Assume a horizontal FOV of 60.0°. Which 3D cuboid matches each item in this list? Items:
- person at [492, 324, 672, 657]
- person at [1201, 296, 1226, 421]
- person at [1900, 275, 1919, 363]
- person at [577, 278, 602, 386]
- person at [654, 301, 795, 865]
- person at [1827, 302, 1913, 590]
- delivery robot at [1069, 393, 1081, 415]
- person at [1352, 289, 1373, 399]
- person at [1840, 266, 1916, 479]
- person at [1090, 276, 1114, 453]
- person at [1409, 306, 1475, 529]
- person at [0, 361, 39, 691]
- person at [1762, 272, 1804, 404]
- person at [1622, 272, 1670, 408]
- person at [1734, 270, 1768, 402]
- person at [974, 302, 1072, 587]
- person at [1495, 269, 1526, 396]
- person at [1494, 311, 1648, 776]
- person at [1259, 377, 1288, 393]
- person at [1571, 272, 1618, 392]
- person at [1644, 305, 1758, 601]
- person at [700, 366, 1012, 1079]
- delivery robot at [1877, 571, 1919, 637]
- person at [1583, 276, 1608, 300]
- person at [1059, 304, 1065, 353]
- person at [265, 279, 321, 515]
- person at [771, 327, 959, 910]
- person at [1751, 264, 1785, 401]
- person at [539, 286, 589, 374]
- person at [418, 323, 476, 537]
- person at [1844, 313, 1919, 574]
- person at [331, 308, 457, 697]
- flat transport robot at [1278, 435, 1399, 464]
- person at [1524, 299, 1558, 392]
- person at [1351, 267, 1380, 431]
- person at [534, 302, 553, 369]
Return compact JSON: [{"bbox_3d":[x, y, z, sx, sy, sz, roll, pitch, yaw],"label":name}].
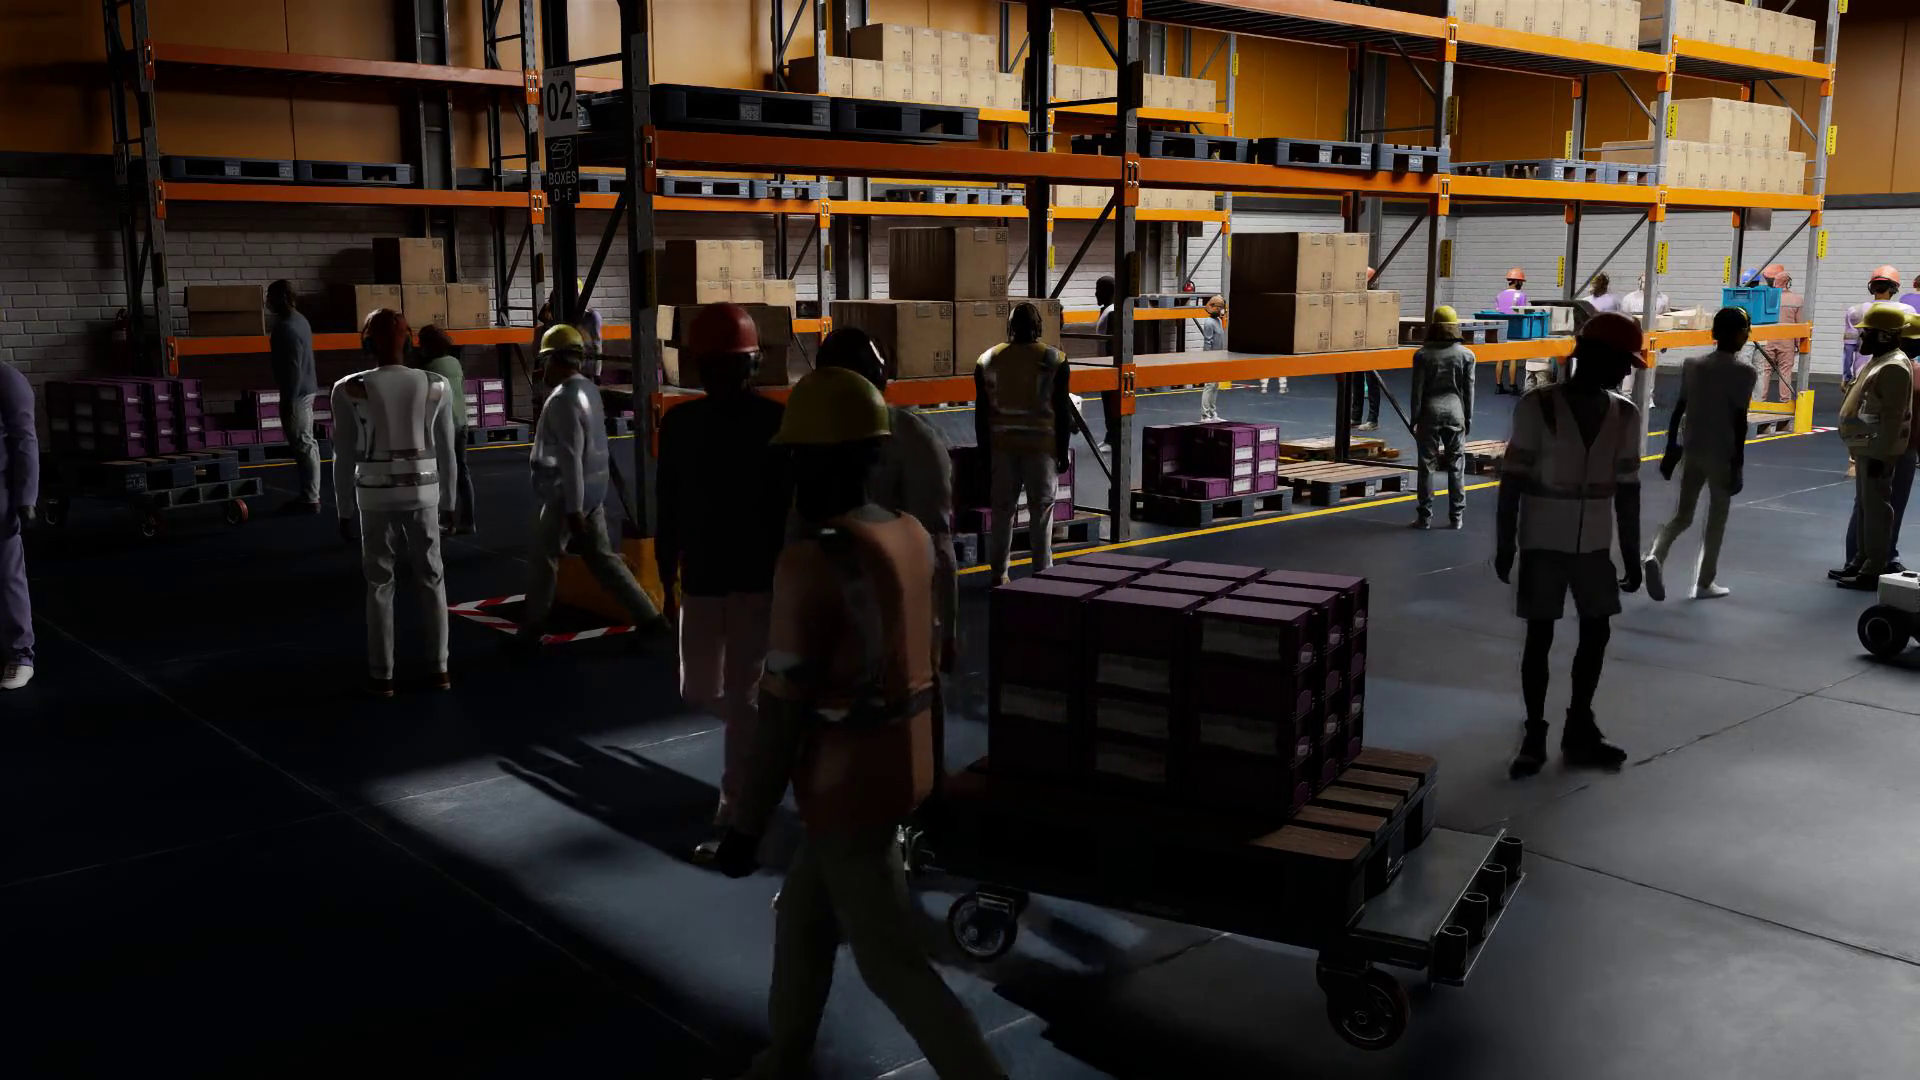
[{"bbox_3d":[-2.006,-0.259,8.839,0.917,1.777,0.597,0,10,1],"label":"person"},{"bbox_3d":[3.216,-2.273,21.068,0.290,1.623,0.507,5,11,25],"label":"person"},{"bbox_3d":[14.775,-3.173,25.672,0.565,1.850,0.390,9,13,44],"label":"person"},{"bbox_3d":[-3.986,-1.784,17.356,0.590,1.922,0.390,5,11,27],"label":"person"},{"bbox_3d":[-0.800,0.122,6.029,0.629,1.970,0.753,4,10,21],"label":"person"},{"bbox_3d":[5.838,-0.598,10.644,0.403,1.834,0.588,4,10,20],"label":"person"},{"bbox_3d":[1.239,-1.617,20.077,0.477,0.478,0.707,3,10,15],"label":"delivery robot"},{"bbox_3d":[5.999,-2.985,24.844,0.332,1.775,0.536,0,10,-1],"label":"person"},{"bbox_3d":[8.705,-1.576,15.793,0.605,2.034,0.391,6,11,32],"label":"person"},{"bbox_3d":[1.628,-1.904,18.063,0.386,1.912,0.592,0,10,-1],"label":"person"},{"bbox_3d":[3.752,-0.952,12.989,0.492,1.740,0.325,1,10,4],"label":"person"},{"bbox_3d":[-4.840,-0.200,8.102,0.650,1.906,0.401,0,10,-1],"label":"person"},{"bbox_3d":[11.219,-2.711,22.803,0.641,1.908,0.408,7,12,34],"label":"person"},{"bbox_3d":[9.578,-2.795,23.296,0.651,1.906,0.401,3,10,15],"label":"person"},{"bbox_3d":[10.619,-2.655,22.372,0.602,1.941,0.402,-4,10,-22],"label":"person"},{"bbox_3d":[0.404,-0.575,10.523,0.625,1.836,0.428,3,10,19],"label":"person"},{"bbox_3d":[8.439,-3.176,25.456,0.376,1.932,0.543,-6,11,-31],"label":"person"},{"bbox_3d":[2.512,0.017,6.867,0.638,1.897,0.384,-1,10,-4],"label":"person"},{"bbox_3d":[4.884,-3.284,25.899,0.612,1.996,0.388,3,10,15],"label":"person"},{"bbox_3d":[7.993,-2.445,21.208,0.803,1.914,0.655,-3,10,-15],"label":"person"},{"bbox_3d":[4.481,-0.507,10.124,0.789,1.835,0.557,-6,12,-33],"label":"person"},{"bbox_3d":[-0.195,0.546,3.803,0.967,1.885,0.586,3,10,19],"label":"person"},{"bbox_3d":[5.192,0.330,8.680,0.477,0.478,0.707,-5,11,-25],"label":"delivery robot"},{"bbox_3d":[8.943,-2.788,23.363,0.513,1.872,0.328,-3,10,-17],"label":"person"},{"bbox_3d":[0.844,-1.382,15.638,0.317,1.695,0.540,-2,10,-11],"label":"person"},{"bbox_3d":[-5.488,-1.174,13.711,0.369,1.938,0.630,-2,10,-13],"label":"person"},{"bbox_3d":[-0.365,0.263,5.417,0.668,1.887,0.890,9,13,43],"label":"person"},{"bbox_3d":[11.198,-2.841,23.222,0.617,2.025,0.590,-6,12,-33],"label":"person"},{"bbox_3d":[-2.895,-0.919,12.254,0.371,1.928,0.543,-3,10,-20],"label":"person"},{"bbox_3d":[-3.905,-0.829,12.635,0.343,1.620,0.538,2,10,12],"label":"person"},{"bbox_3d":[6.129,-0.601,10.899,0.522,1.758,0.350,-2,10,-13],"label":"person"},{"bbox_3d":[-2.721,-0.176,8.051,0.577,1.879,0.350,-6,11,-30],"label":"person"},{"bbox_3d":[3.819,-0.915,17.071,1.431,0.197,0.652,-8,13,-41],"label":"flat transport robot"},{"bbox_3d":[6.641,-1.922,18.992,0.312,1.633,0.513,-4,10,-21],"label":"person"},{"bbox_3d":[4.941,-2.333,20.338,0.393,1.991,0.626,-5,11,-29],"label":"person"},{"bbox_3d":[-4.479,-1.787,18.223,0.494,1.625,0.282,8,13,40],"label":"person"}]
